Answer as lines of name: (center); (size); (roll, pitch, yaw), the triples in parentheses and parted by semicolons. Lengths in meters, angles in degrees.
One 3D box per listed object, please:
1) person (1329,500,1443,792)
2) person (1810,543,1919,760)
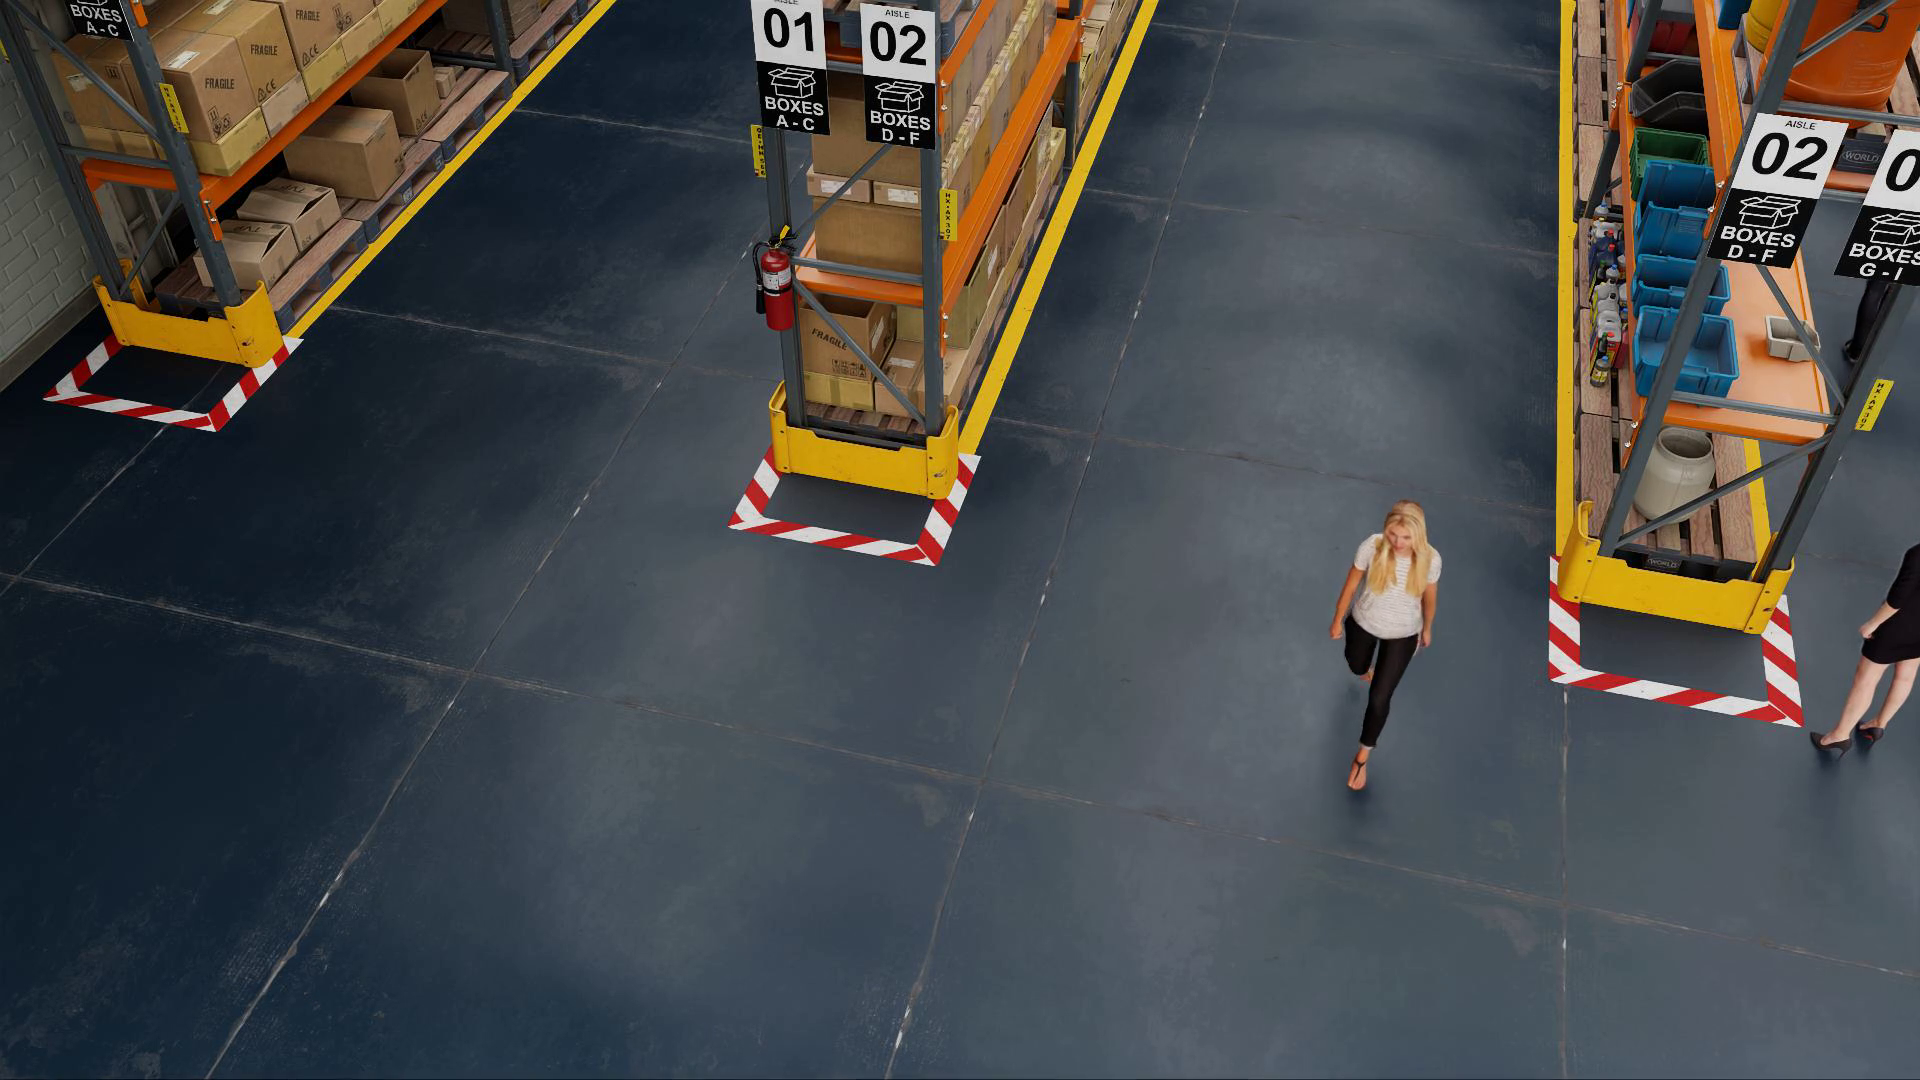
person: (2.160, 0.396, 8.511); (0.693, 1.784, 1.128); (7, 44, 8)
person: (4.813, 0.441, 8.449); (0.662, 1.803, 0.648); (-9, 44, -9)
